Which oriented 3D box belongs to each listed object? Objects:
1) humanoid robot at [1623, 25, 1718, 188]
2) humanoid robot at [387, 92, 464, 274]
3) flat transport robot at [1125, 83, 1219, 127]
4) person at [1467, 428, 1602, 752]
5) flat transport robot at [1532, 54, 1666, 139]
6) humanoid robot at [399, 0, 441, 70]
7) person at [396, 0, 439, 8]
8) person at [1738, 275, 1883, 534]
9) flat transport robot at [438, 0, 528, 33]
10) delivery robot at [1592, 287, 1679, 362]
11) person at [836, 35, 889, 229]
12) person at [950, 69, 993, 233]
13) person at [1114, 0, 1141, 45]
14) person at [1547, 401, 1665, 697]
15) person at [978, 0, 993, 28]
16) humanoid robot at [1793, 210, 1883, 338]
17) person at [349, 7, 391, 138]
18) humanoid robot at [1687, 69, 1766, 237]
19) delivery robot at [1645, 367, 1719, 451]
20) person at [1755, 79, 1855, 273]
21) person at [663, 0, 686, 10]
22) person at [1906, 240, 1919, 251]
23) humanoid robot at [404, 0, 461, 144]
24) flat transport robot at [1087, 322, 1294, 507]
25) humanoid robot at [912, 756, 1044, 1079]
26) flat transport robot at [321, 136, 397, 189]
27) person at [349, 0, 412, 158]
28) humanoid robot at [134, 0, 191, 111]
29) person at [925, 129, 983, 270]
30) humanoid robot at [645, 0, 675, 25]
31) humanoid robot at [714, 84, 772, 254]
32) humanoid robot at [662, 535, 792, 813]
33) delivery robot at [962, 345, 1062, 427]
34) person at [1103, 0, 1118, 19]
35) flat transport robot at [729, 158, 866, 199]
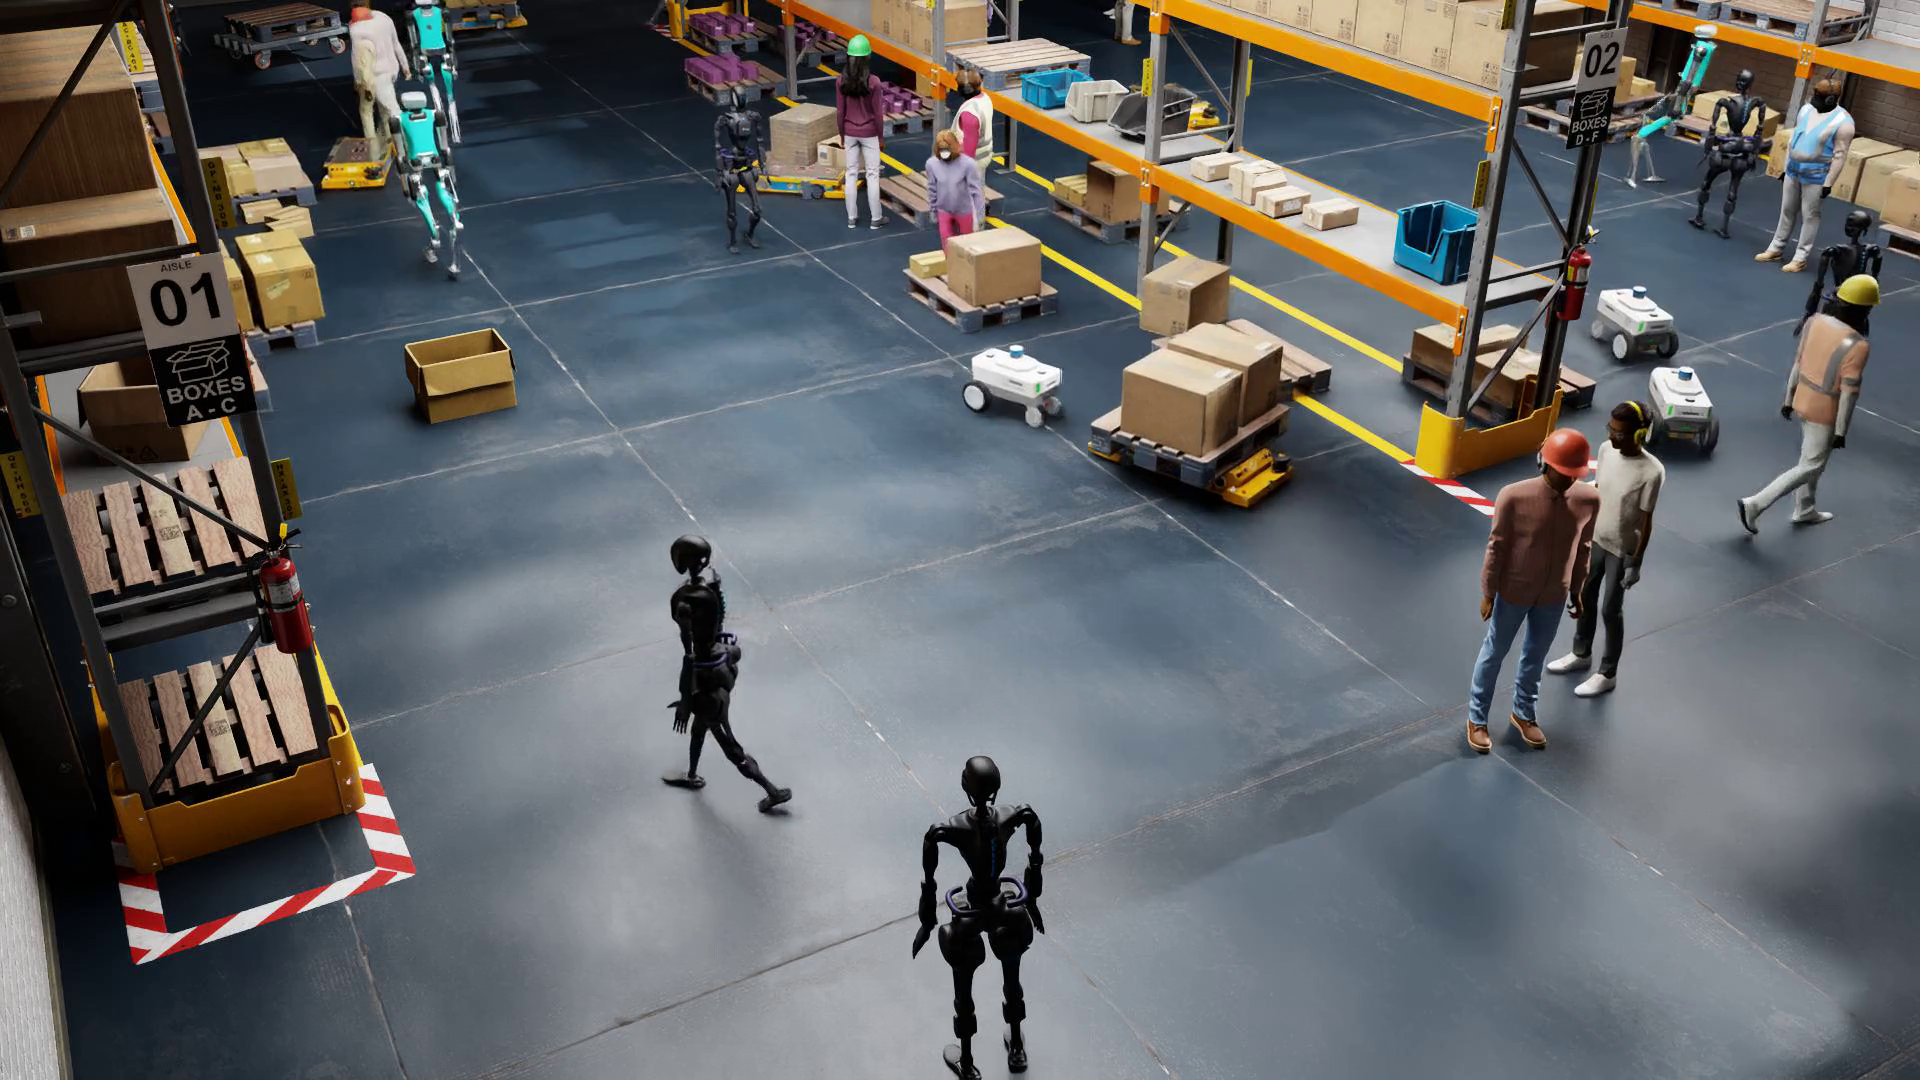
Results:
[{"bbox_3d":[7.685,-4.756,18.220,0.842,1.779,0.619,17,34,27],"label":"humanoid robot"},{"bbox_3d":[-4.958,-3.295,15.681,0.534,1.739,1.007,-16,34,-26],"label":"humanoid robot"},{"bbox_3d":[2.657,-5.484,20.956,0.659,0.231,1.431,-9,31,-16],"label":"flat transport robot"},{"bbox_3d":[3.172,0.278,9.199,0.608,1.993,0.381,-3,30,-5],"label":"person"},{"bbox_3d":[7.759,-5.240,20.531,0.659,0.231,1.431,-15,33,-25],"label":"flat transport robot"},{"bbox_3d":[-7.363,-7.202,22.530,0.585,1.652,0.359,21,36,32],"label":"humanoid robot"},{"bbox_3d":[-8.550,-9.112,25.943,0.838,1.592,0.524,-21,36,-32],"label":"person"},{"bbox_3d":[5.828,-0.903,11.349,0.797,1.902,0.593,-5,30,-9],"label":"person"},{"bbox_3d":[-7.301,-7.842,25.061,1.431,0.231,0.659,-12,32,-19],"label":"flat transport robot"},{"bbox_3d":[5.840,-1.906,14.434,0.499,0.587,0.766,-6,30,-10],"label":"delivery robot"},{"bbox_3d":[-1.009,-4.129,16.910,0.488,1.953,0.418,8,31,14],"label":"person"},{"bbox_3d":[0.094,-3.677,16.236,0.429,1.840,0.623,6,30,11],"label":"person"},{"bbox_3d":[2.447,-8.116,23.908,0.375,1.894,0.575,-8,31,-14],"label":"person"},{"bbox_3d":[3.806,0.044,9.745,0.338,1.855,0.524,-11,32,-19],"label":"person"},{"bbox_3d":[0.127,-6.791,21.595,0.642,1.903,0.402,-16,33,-25],"label":"person"},{"bbox_3d":[6.904,-1.793,13.133,0.612,1.634,0.622,-5,30,-9],"label":"humanoid robot"},{"bbox_3d":[-6.818,-5.299,19.182,0.571,1.712,0.635,10,31,17],"label":"person"},{"bbox_3d":[7.802,-3.945,16.868,0.591,1.640,0.593,-1,30,-2],"label":"humanoid robot"},{"bbox_3d":[5.596,-1.041,12.942,0.499,0.601,0.783,5,30,8],"label":"delivery robot"},{"bbox_3d":[8.101,-3.480,15.892,0.431,1.841,0.623,-11,32,-18],"label":"person"},{"bbox_3d":[-4.556,-9.180,25.898,0.561,1.752,0.330,-8,31,-14],"label":"person"},{"bbox_3d":[9.798,-3.701,16.364,0.622,1.751,0.420,-4,30,-6],"label":"person"},{"bbox_3d":[-6.226,-5.640,19.773,0.530,1.787,0.830,-8,31,-14],"label":"humanoid robot"},{"bbox_3d":[1.728,-0.649,12.540,1.431,0.231,0.659,22,37,34],"label":"flat transport robot"},{"bbox_3d":[0.091,1.628,7.147,0.599,1.657,0.315,-9,31,-15],"label":"humanoid robot"},{"bbox_3d":[-6.808,-4.302,18.898,0.659,0.231,1.431,-5,30,-8],"label":"flat transport robot"},{"bbox_3d":[-6.718,-5.366,19.144,0.979,1.878,0.671,10,31,17],"label":"person"},{"bbox_3d":[-10.025,-6.243,20.906,0.584,1.620,0.778,-16,34,-26],"label":"humanoid robot"},{"bbox_3d":[-0.026,-3.029,15.327,0.551,1.604,0.542,9,31,16],"label":"person"},{"bbox_3d":[-4.467,-8.590,24.900,0.854,1.767,0.546,-2,30,-4],"label":"humanoid robot"},{"bbox_3d":[-2.161,-3.638,16.331,0.600,1.653,0.335,-20,36,-31],"label":"humanoid robot"},{"bbox_3d":[-1.295,0.721,8.802,0.785,1.642,0.601,5,30,9],"label":"humanoid robot"},{"bbox_3d":[0.427,-1.268,13.343,0.796,0.606,0.499,22,36,33],"label":"delivery robot"},{"bbox_3d":[2.406,-8.890,25.317,0.370,1.835,0.520,-12,32,-19],"label":"person"},{"bbox_3d":[-1.807,-3.989,18.354,1.431,0.231,0.659,6,30,10],"label":"flat transport robot"}]
